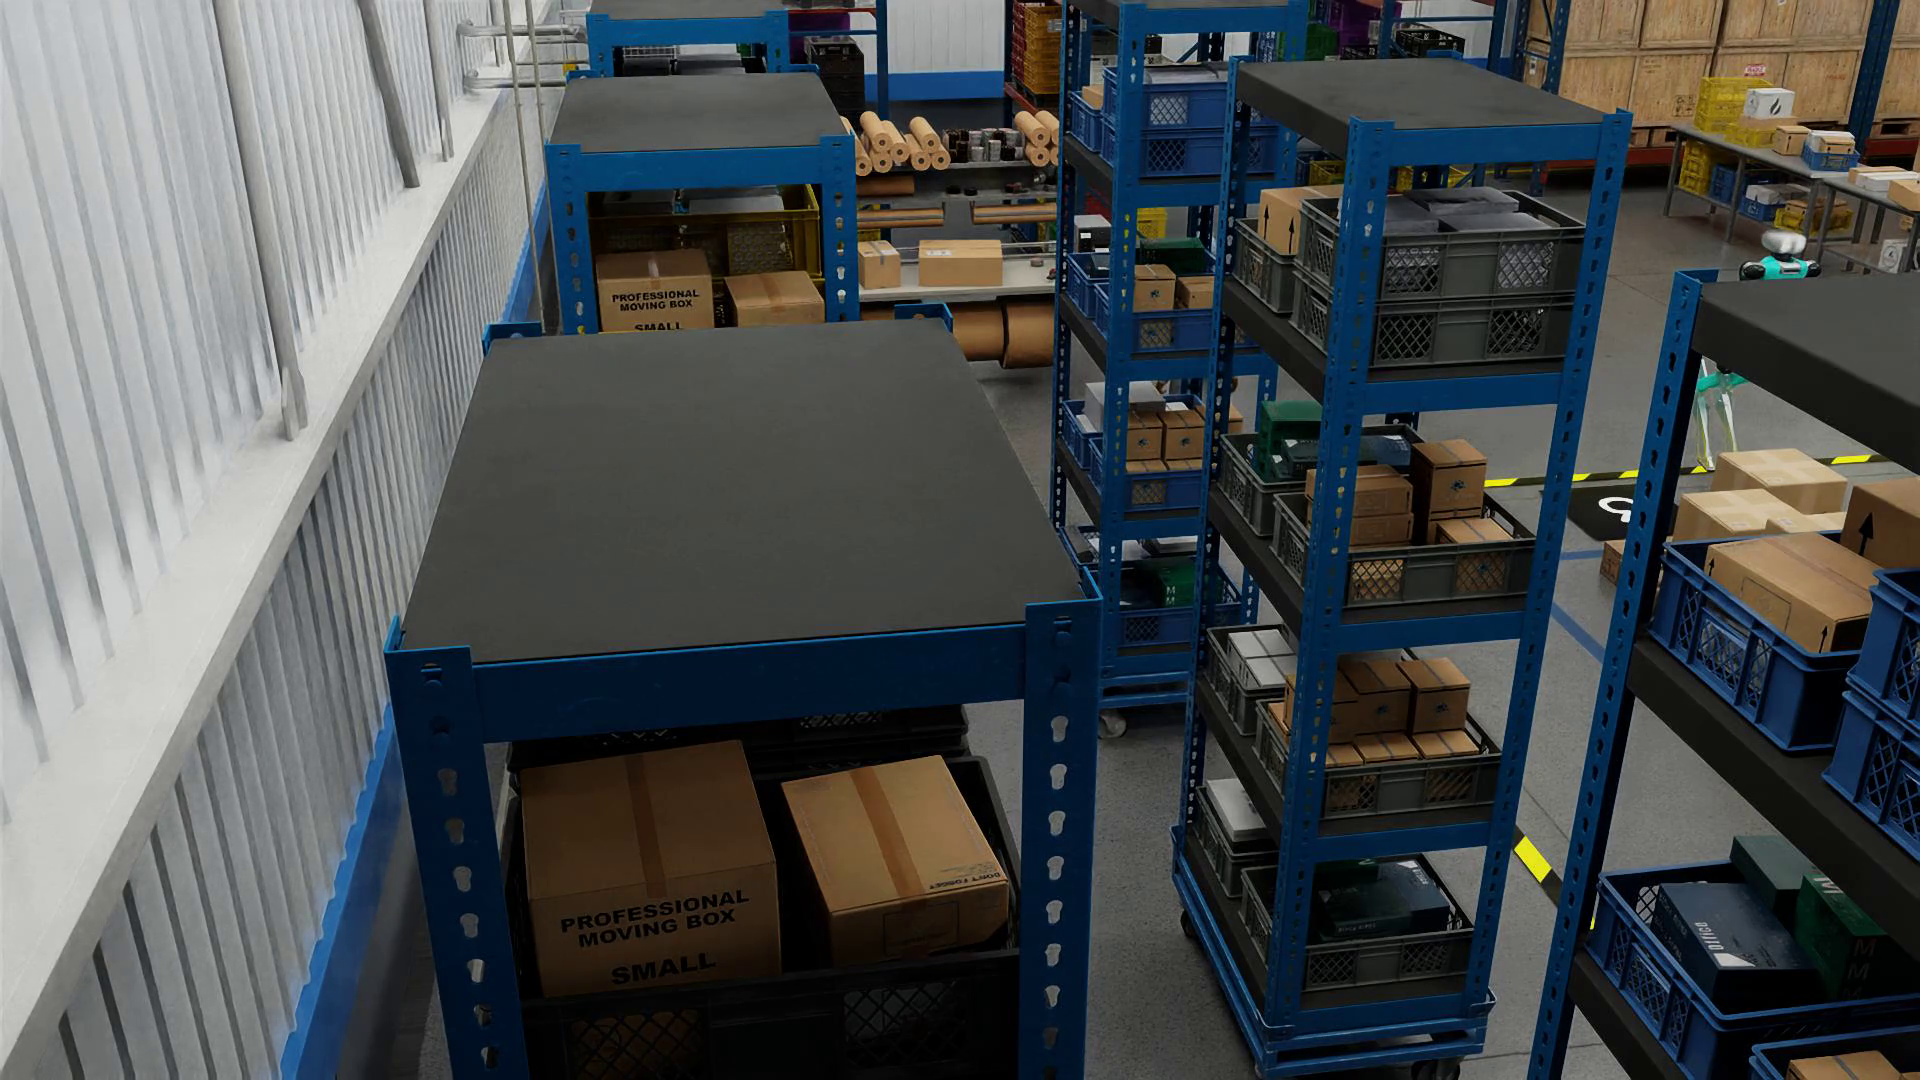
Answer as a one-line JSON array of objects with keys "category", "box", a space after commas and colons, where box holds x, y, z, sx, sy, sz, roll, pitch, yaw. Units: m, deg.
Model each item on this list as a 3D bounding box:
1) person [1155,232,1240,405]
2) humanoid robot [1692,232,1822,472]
[{"category": "person", "box": [1.547, -1.095, 10.785, 0.588, 1.852, 0.374, -3, 25, -8]}, {"category": "humanoid robot", "box": [5.264, -1.308, 11.222, 0.533, 1.679, 0.735, -4, 25, -8]}]
